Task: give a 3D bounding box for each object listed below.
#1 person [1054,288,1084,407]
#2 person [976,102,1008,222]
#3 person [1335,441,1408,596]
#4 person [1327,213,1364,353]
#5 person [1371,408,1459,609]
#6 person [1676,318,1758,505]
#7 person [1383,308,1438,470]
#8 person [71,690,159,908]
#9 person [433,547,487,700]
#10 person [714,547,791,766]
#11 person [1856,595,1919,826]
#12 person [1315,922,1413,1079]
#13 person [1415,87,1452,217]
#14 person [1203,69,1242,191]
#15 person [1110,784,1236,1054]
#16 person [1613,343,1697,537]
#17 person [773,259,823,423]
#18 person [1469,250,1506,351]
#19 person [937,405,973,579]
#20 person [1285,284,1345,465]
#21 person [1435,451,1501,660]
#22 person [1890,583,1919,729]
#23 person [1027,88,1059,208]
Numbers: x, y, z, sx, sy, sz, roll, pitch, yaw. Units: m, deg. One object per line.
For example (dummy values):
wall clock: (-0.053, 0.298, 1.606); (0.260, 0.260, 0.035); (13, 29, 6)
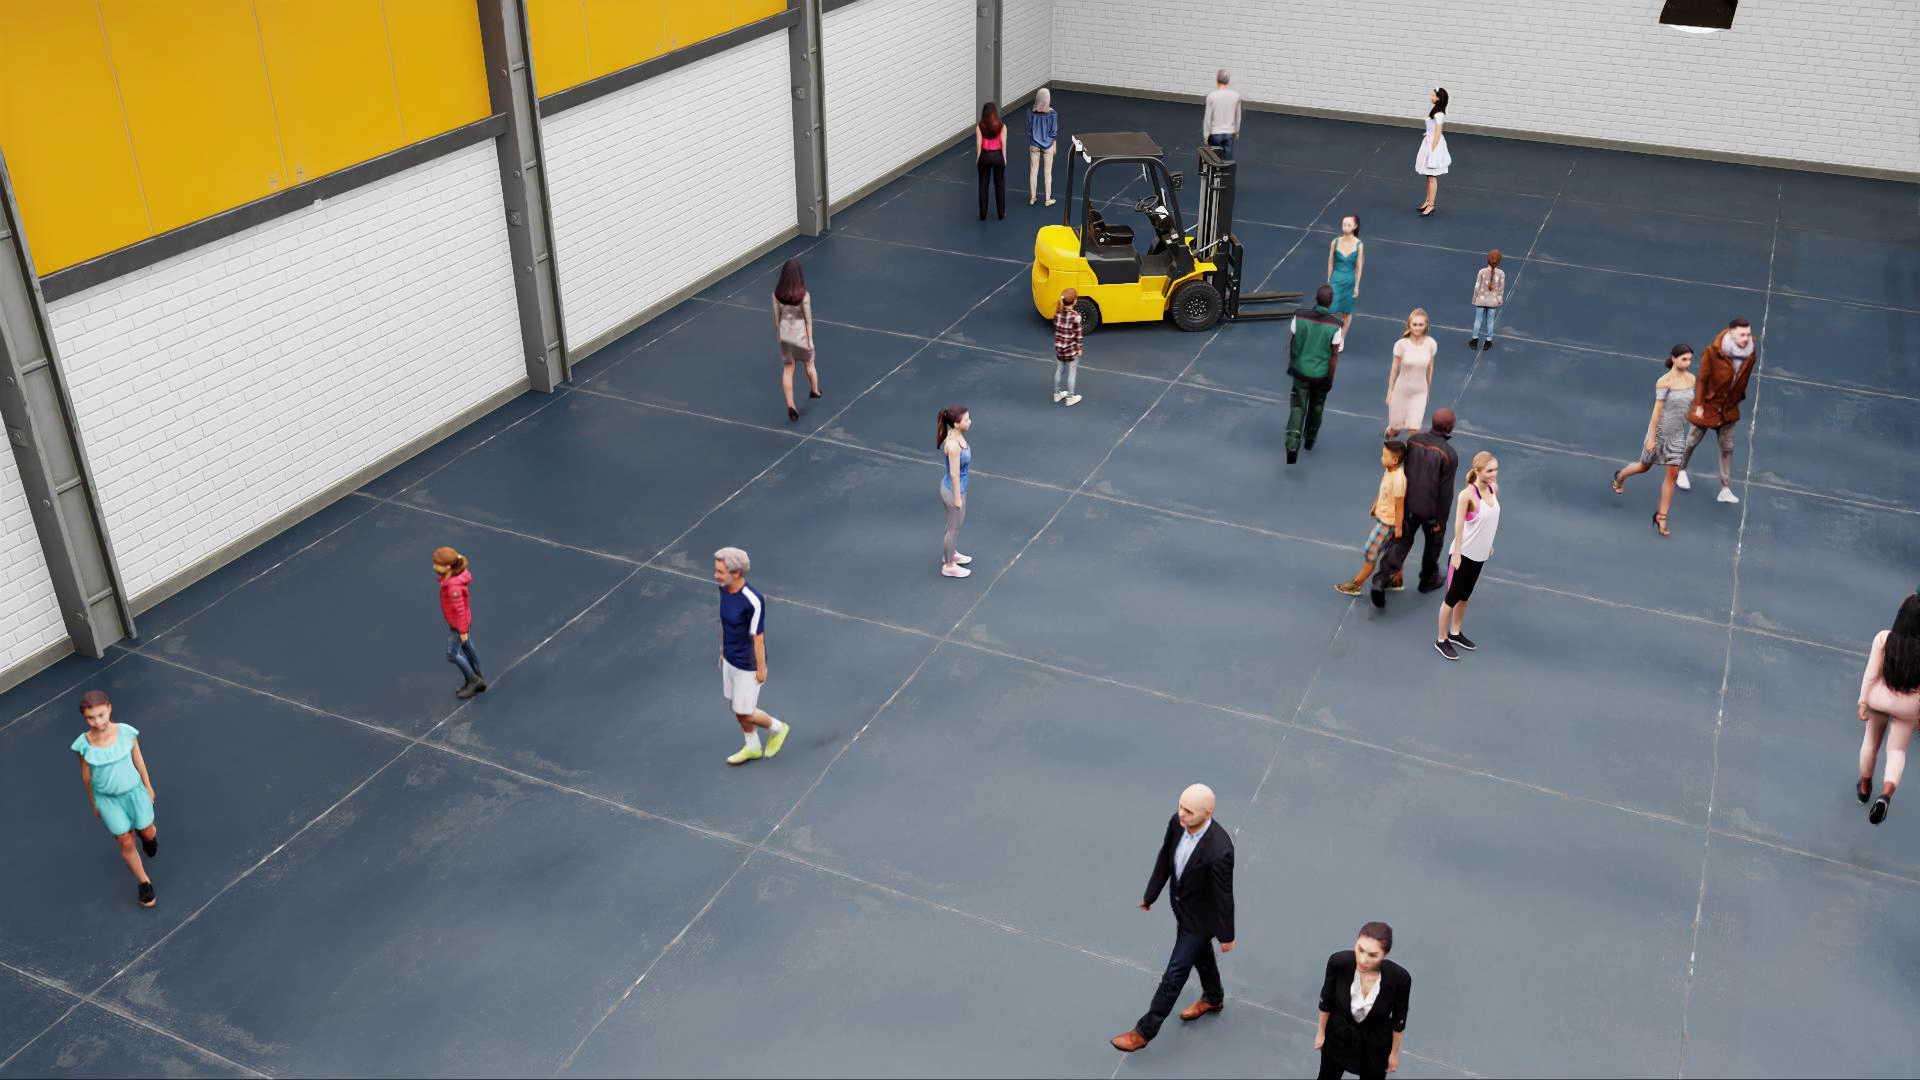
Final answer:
person: (1.156, -2.087, 17.894); (0.583, 1.304, 0.595); (25, 37, 38)
person: (0.446, -5.359, 23.521); (0.656, 1.659, 0.646); (0, 29, 1)
person: (3.743, -0.170, 14.236); (0.832, 1.441, 0.889); (0, 29, 1)
person: (4.422, -2.930, 19.059); (0.578, 1.666, 0.855); (10, 30, 18)
person: (3.849, -0.261, 14.020); (0.963, 1.806, 1.271); (25, 37, 38)
person: (7.174, -1.289, 15.913); (1.008, 1.799, 1.166); (-1, 29, -2)
person: (4.330, -1.414, 16.130); (0.831, 1.811, 1.057); (0, 29, 0)
person: (-5.474, 1.624, 10.836); (0.882, 1.547, 0.898); (-14, 31, -24)
person: (-3.822, 0.630, 12.906); (0.672, 1.310, 0.613); (-10, 30, -18)
person: (-1.486, 0.837, 11.991); (0.847, 1.822, 0.796); (-22, 35, -34)
person: (6.424, 1.200, 11.453); (0.639, 1.701, 0.977); (15, 32, 25)
person: (2.118, 2.659, 8.822); (0.609, 1.660, 0.551); (10, 30, 18)
person: (6.723, -5.521, 23.655); (0.837, 1.816, 0.745); (4, 29, 8)
person: (3.825, -5.833, 24.165); (1.163, 1.874, 1.321); (-4, 29, -8)
person: (1.435, 2.135, 9.672); (1.230, 1.765, 1.122); (-14, 31, -23)
person: (6.433, -0.975, 15.345); (1.054, 1.791, 1.130); (-9, 30, -16)
person: (-1.756, -2.045, 17.389); (0.729, 1.713, 0.989); (8, 30, 14)
person: (6.118, -2.792, 19.300); (0.524, 1.194, 0.509); (6, 29, 11)
person: (-0.047, -0.440, 14.557); (0.690, 1.608, 0.577); (1, 29, 2)
person: (3.460, -1.612, 16.495); (0.738, 1.808, 1.173); (9, 30, 17)
person: (4.086, 0.100, 13.379); (0.620, 1.787, 0.743); (-20, 34, -32)
person: (7.378, 0.661, 12.529); (0.678, 1.616, 0.695); (25, 37, 38)
person: (1.184, -5.698, 24.104); (0.631, 1.694, 0.585); (9, 30, 17)
